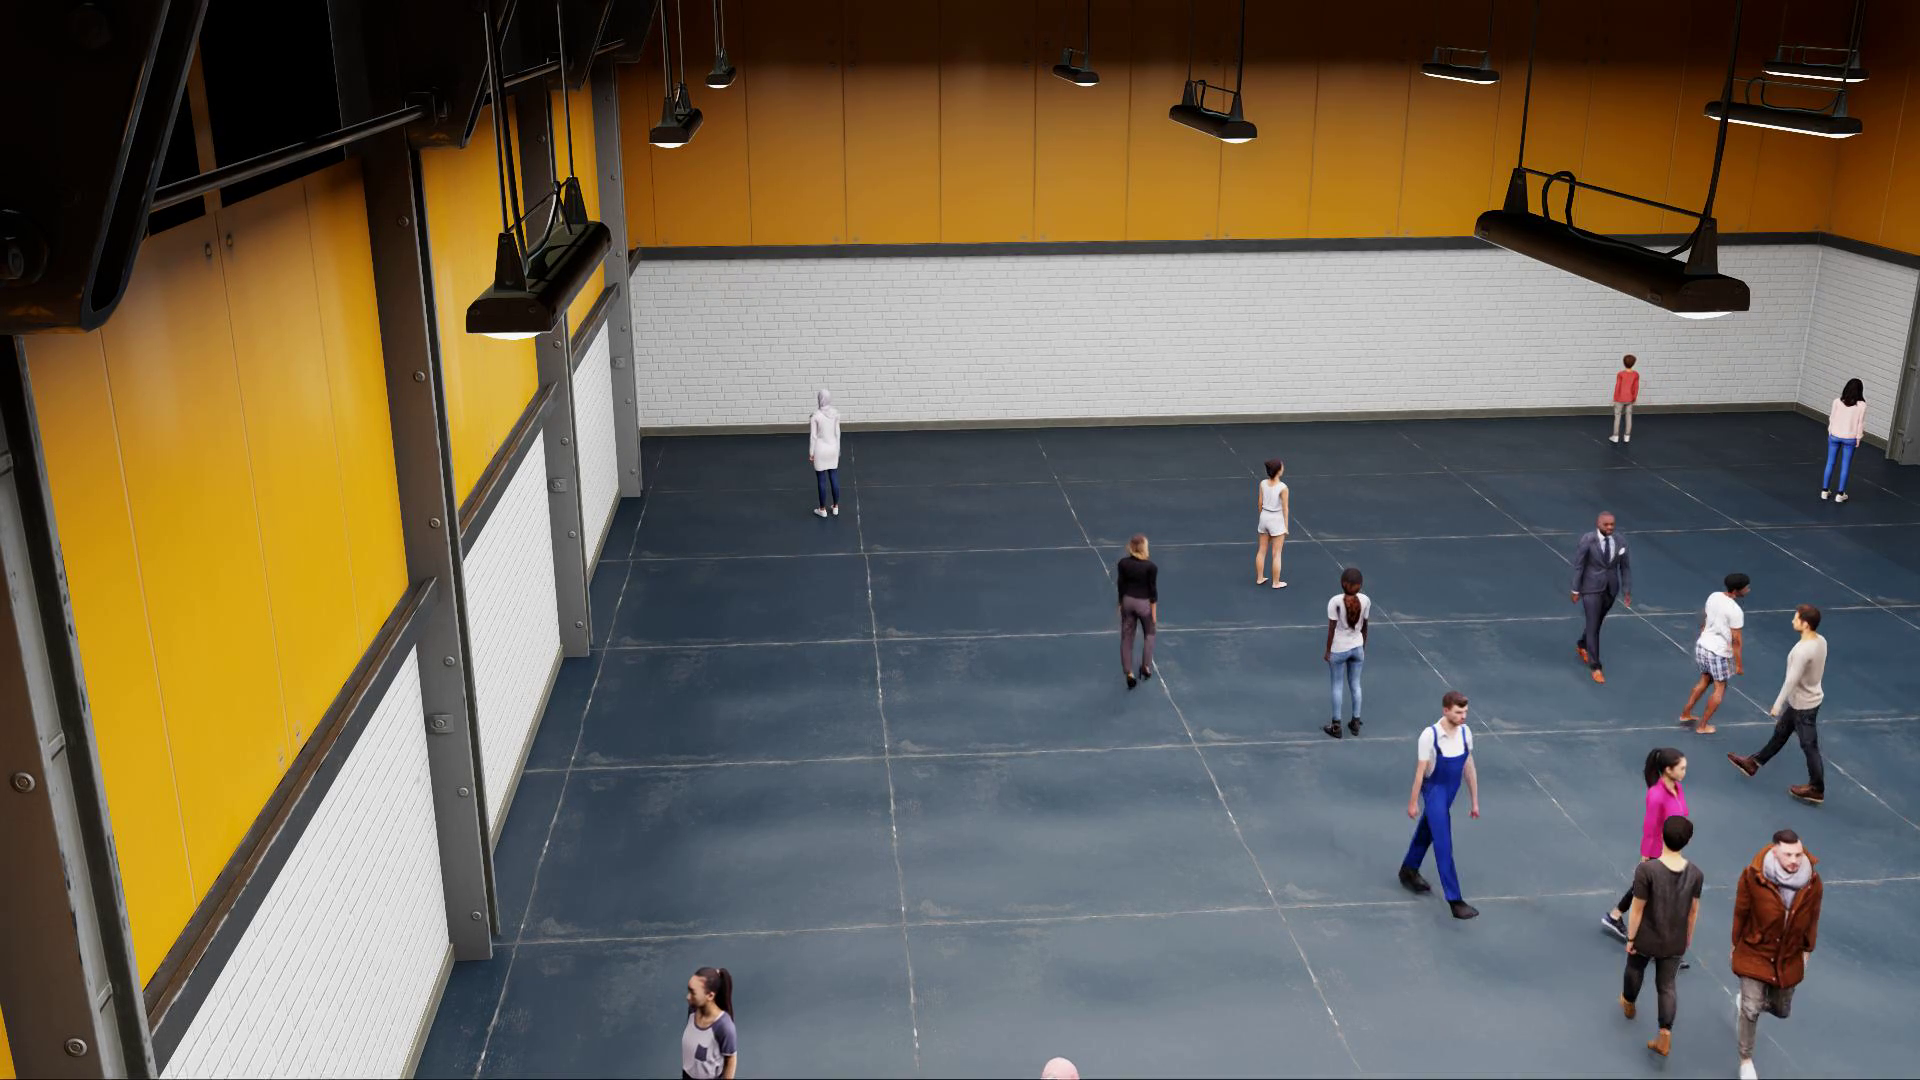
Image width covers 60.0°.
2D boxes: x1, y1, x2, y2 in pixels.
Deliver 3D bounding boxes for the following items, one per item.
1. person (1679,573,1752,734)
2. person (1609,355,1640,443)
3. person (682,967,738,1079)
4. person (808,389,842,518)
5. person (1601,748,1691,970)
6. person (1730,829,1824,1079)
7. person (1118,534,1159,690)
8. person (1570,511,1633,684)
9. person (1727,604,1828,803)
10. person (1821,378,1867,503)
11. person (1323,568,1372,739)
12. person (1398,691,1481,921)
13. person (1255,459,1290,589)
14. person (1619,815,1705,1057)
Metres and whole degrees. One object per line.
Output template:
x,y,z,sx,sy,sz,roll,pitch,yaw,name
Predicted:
7.332,1.101,16.179,0.744,1.698,0.500,-7,20,-20,person
10.650,-2.270,26.630,0.543,1.417,0.495,1,19,2,person
-1.476,3.255,9.859,0.735,1.650,0.643,-15,24,-38,person
-1.855,-1.206,22.911,0.693,1.775,0.668,-10,21,-27,person
5.201,2.332,12.558,0.944,1.677,1.048,-18,25,-42,person
5.389,2.738,11.129,0.813,1.820,1.020,2,19,6,person
1.803,0.771,17.225,0.774,1.656,0.838,8,20,23,person
6.775,0.543,17.713,0.696,1.778,1.171,-2,19,-6,person
7.606,1.498,14.806,1.187,1.822,1.131,16,24,39,person
12.529,-1.434,23.600,0.698,1.766,0.770,17,25,40,person
3.768,1.083,16.200,0.605,1.719,0.551,-4,19,-12,person
3.765,2.022,13.275,0.959,1.806,1.296,-9,20,-24,person
3.794,-0.210,20.218,0.657,1.605,0.724,17,25,41,person
4.817,2.726,11.379,0.810,1.683,1.135,3,19,10,person
